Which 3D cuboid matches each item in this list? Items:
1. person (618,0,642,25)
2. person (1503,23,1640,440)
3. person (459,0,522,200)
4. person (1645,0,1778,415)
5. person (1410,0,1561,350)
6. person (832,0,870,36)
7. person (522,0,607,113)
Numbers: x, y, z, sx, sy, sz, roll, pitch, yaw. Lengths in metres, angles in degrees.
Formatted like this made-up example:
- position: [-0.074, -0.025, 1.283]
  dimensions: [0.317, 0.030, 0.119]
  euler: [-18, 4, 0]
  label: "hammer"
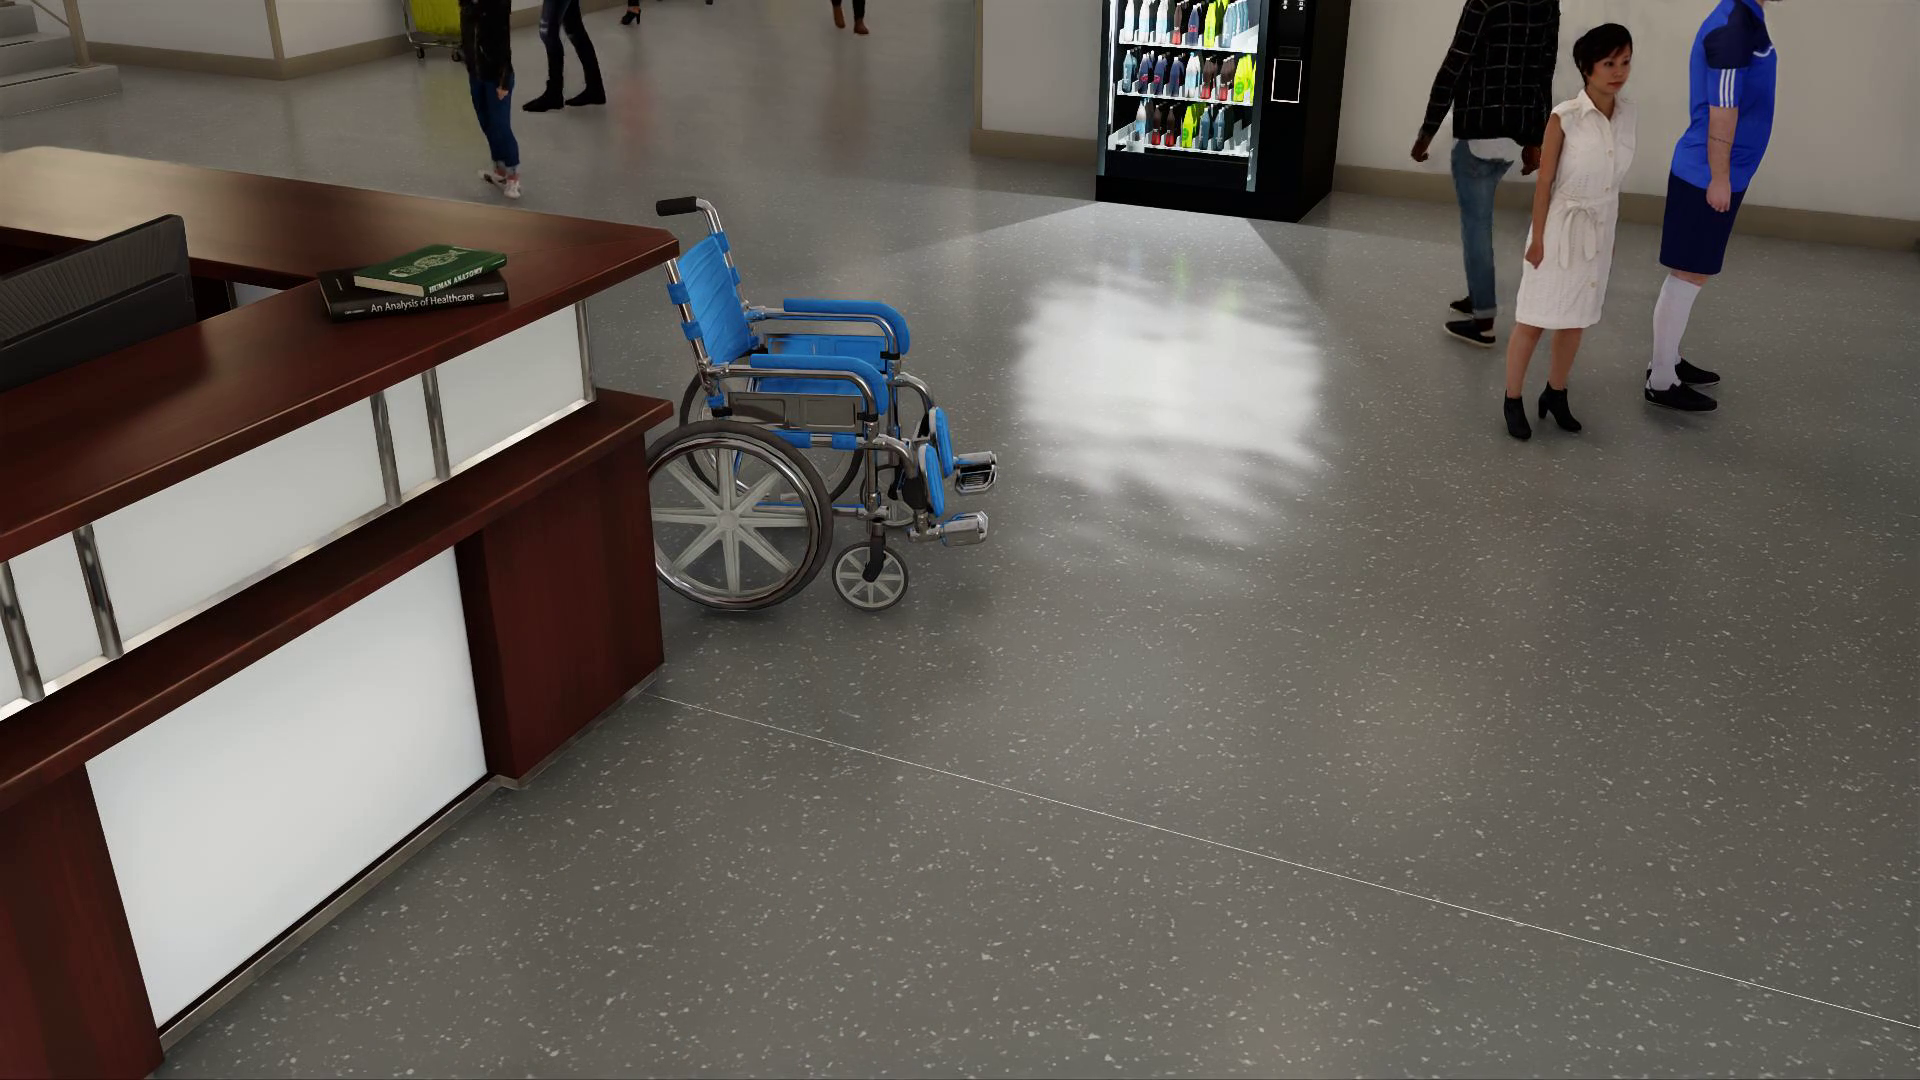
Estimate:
- position: [-3.182, -5.759, 15.613]
  dimensions: [0.750, 1.747, 0.724]
  euler: [-1, 26, -1]
  label: "person"
- position: [2.313, -1.150, 6.276]
  dimensions: [0.638, 1.555, 0.697]
  euler: [-9, 27, -19]
  label: "person"
- position: [-2.722, -2.720, 9.637]
  dimensions: [0.830, 1.463, 0.564]
  euler: [-19, 32, -35]
  label: "person"
- position: [2.967, -1.441, 6.548]
  dimensions: [0.551, 1.843, 0.656]
  euler: [12, 28, 23]
  label: "person"
- position: [2.338, -1.696, 7.126]
  dimensions: [0.821, 1.800, 0.872]
  euler: [-12, 28, -23]
  label: "person"
- position: [-1.039, -5.447, 14.974]
  dimensions: [1.142, 1.697, 1.178]
  euler: [-8, 27, -16]
  label: "person"
- position: [-2.756, -4.041, 11.897]
  dimensions: [1.029, 1.880, 0.988]
  euler: [-12, 28, -23]
  label: "person"
